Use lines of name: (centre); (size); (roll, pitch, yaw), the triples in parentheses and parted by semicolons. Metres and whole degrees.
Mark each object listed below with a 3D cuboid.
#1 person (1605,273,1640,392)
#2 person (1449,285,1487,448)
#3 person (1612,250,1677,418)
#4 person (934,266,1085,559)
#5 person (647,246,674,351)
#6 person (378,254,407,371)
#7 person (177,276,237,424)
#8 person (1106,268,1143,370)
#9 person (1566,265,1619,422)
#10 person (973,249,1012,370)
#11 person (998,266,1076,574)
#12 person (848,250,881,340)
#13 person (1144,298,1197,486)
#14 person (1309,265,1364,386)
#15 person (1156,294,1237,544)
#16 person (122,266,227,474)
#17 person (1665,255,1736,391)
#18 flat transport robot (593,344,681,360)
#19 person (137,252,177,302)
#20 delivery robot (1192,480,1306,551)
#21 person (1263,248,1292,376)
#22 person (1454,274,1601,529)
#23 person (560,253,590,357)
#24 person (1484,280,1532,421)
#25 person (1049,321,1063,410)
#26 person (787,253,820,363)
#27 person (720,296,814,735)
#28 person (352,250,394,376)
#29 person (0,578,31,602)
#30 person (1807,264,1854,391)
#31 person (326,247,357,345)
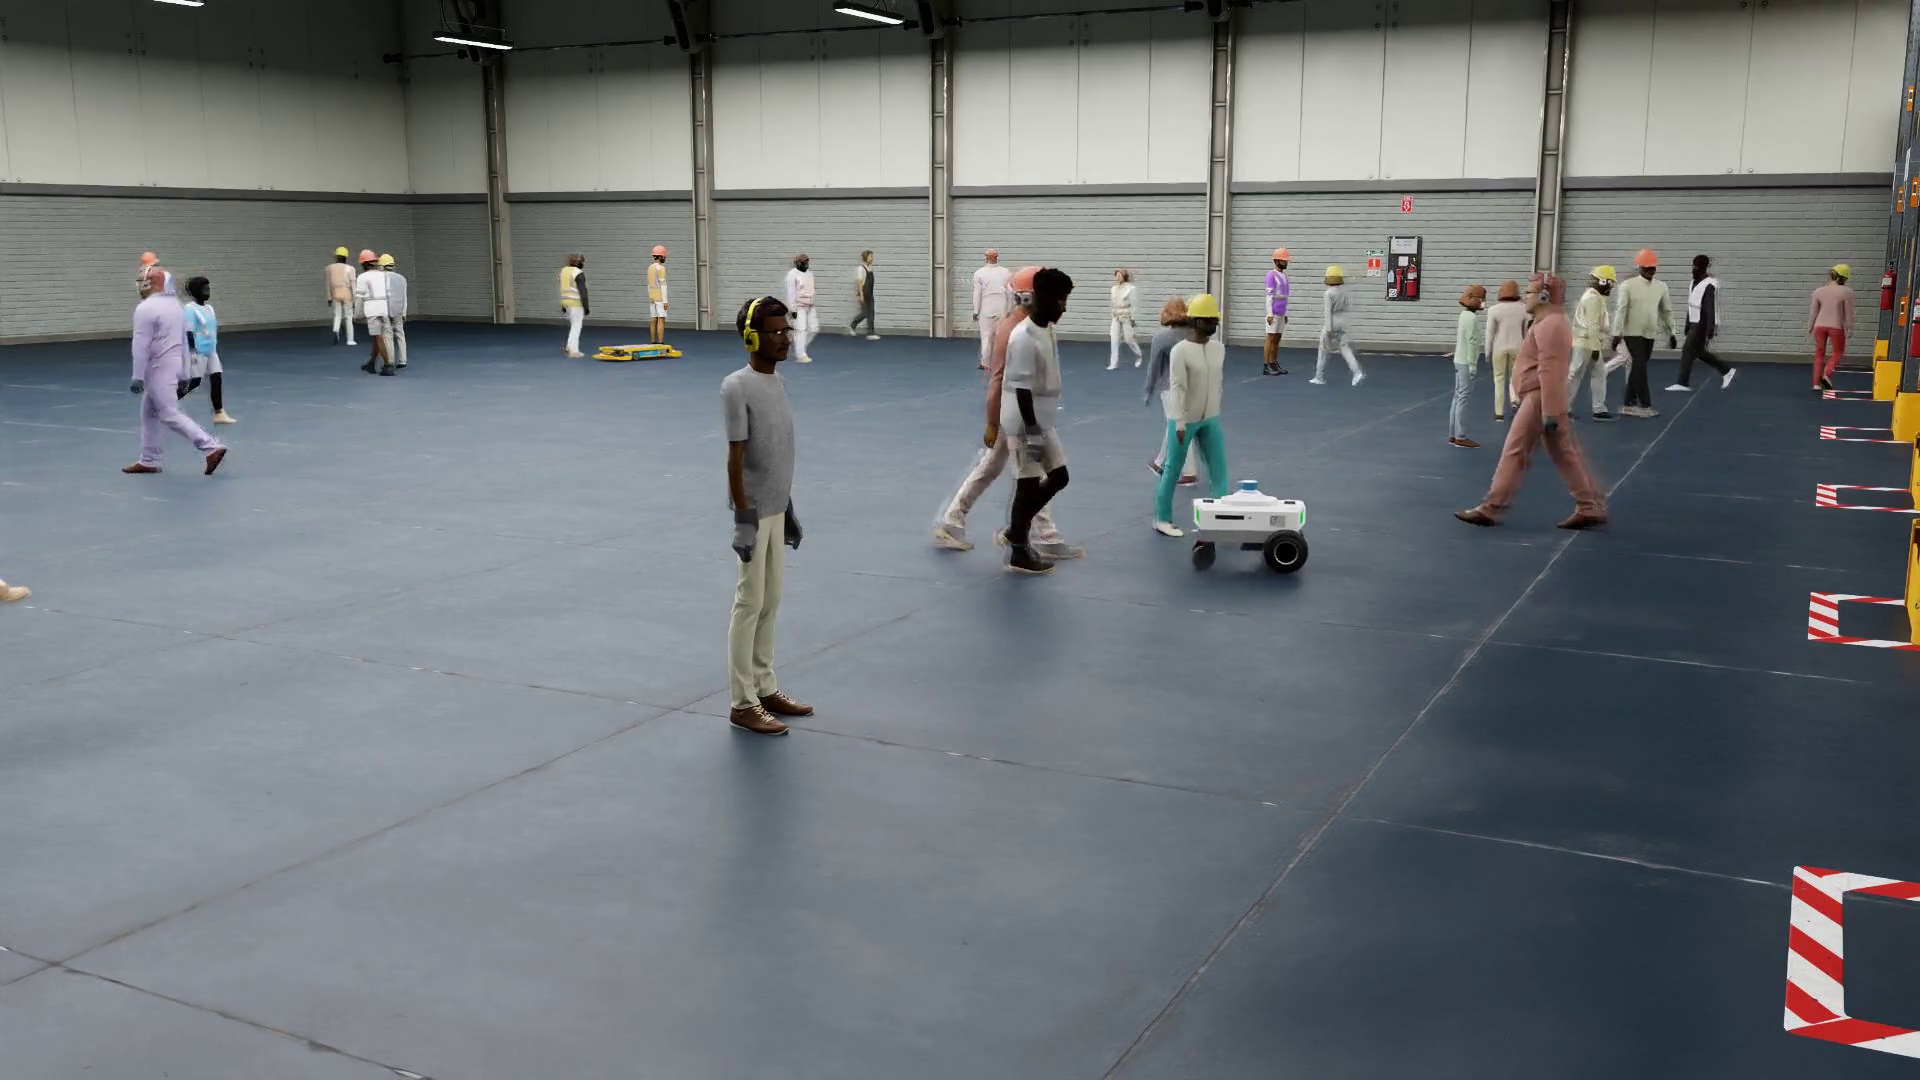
person: (9.008, -2.802, 22.569); (0.553, 1.624, 0.522); (10, 14, 44)
person: (5.142, -1.756, 16.823); (0.285, 1.632, 0.501); (1, 10, 5)
person: (8.054, -2.393, 19.415); (0.759, 1.942, 0.917); (-3, 11, -14)
person: (0.297, -0.852, 11.095); (1.050, 1.941, 0.626); (3, 11, 15)
person: (-5.499, -4.410, 30.459); (0.375, 1.939, 0.546); (-8, 13, -37)
person: (-8.992, -3.582, 26.231); (0.404, 1.830, 0.600); (6, 12, 30)
person: (-8.610, -2.122, 18.705); (0.735, 1.679, 0.544); (1, 10, 5)
person: (2.625, -3.518, 26.469); (0.524, 1.614, 0.700); (10, 14, 43)
person: (7.245, -2.227, 18.965); (0.776, 1.781, 0.658); (5, 12, 26)
person: (0.501, -3.657, 26.438); (0.637, 1.911, 0.406); (-3, 11, -17)
person: (0.492, -0.727, 10.379); (0.480, 1.935, 0.646); (4, 11, 19)
person: (-1.945, -4.990, 33.904); (0.633, 1.831, 0.535); (5, 12, 27)
person: (1.832, -1.286, 14.354); (0.519, 1.581, 0.872); (-5, 12, -27)
person: (5.382, -3.051, 23.678); (0.494, 1.709, 0.851); (-7, 13, -35)
person: (1.676, -0.829, 11.503); (0.545, 1.715, 0.918); (-7, 12, -33)
person: (-7.050, -1.501, 14.800); (0.916, 1.868, 0.633); (-1, 10, -5)
person: (10.197, -2.961, 22.754); (0.862, 1.873, 0.585); (2, 11, 8)
flat transport robot: (-5.555, -3.244, 28.652); (0.652, 0.197, 1.431); (8, 13, 37)
person: (-12.420, -3.533, 25.869); (0.614, 1.867, 0.837); (-9, 14, -41)
delivery robot: (1.855, -0.142, 10.706); (0.707, 0.478, 0.477); (2, 11, 8)
person: (4.867, -3.483, 25.408); (0.379, 1.937, 0.548); (8, 13, 38)
person: (4.202, -0.993, 12.062); (1.019, 1.860, 0.660); (5, 12, 26)
person: (-6.763, -4.112, 29.186); (0.685, 1.810, 0.444); (9, 14, 42)
person: (6.262, -2.164, 19.046); (0.517, 1.621, 0.361); (1, 10, 5)
person: (0.846, -2.371, 20.268); (0.768, 1.596, 0.526); (0, 10, -1)
person: (-2.632, -3.885, 27.903); (0.452, 1.824, 0.648); (7, 12, 33)
person: (-0.838, -0.112, 7.203); (0.327, 1.874, 0.520); (3, 11, 18)
person: (-8.991, -3.452, 25.331); (0.927, 1.895, 0.562); (6, 12, 31)
person: (-5.953, -0.496, 9.522); (0.875, 1.802, 0.661); (-5, 12, -27)
person: (11.870, -2.887, 22.685); (0.361, 1.734, 0.618); (-9, 14, -40)
person: (-11.953, -4.707, 32.157); (0.615, 1.910, 0.566); (0, 10, 1)
